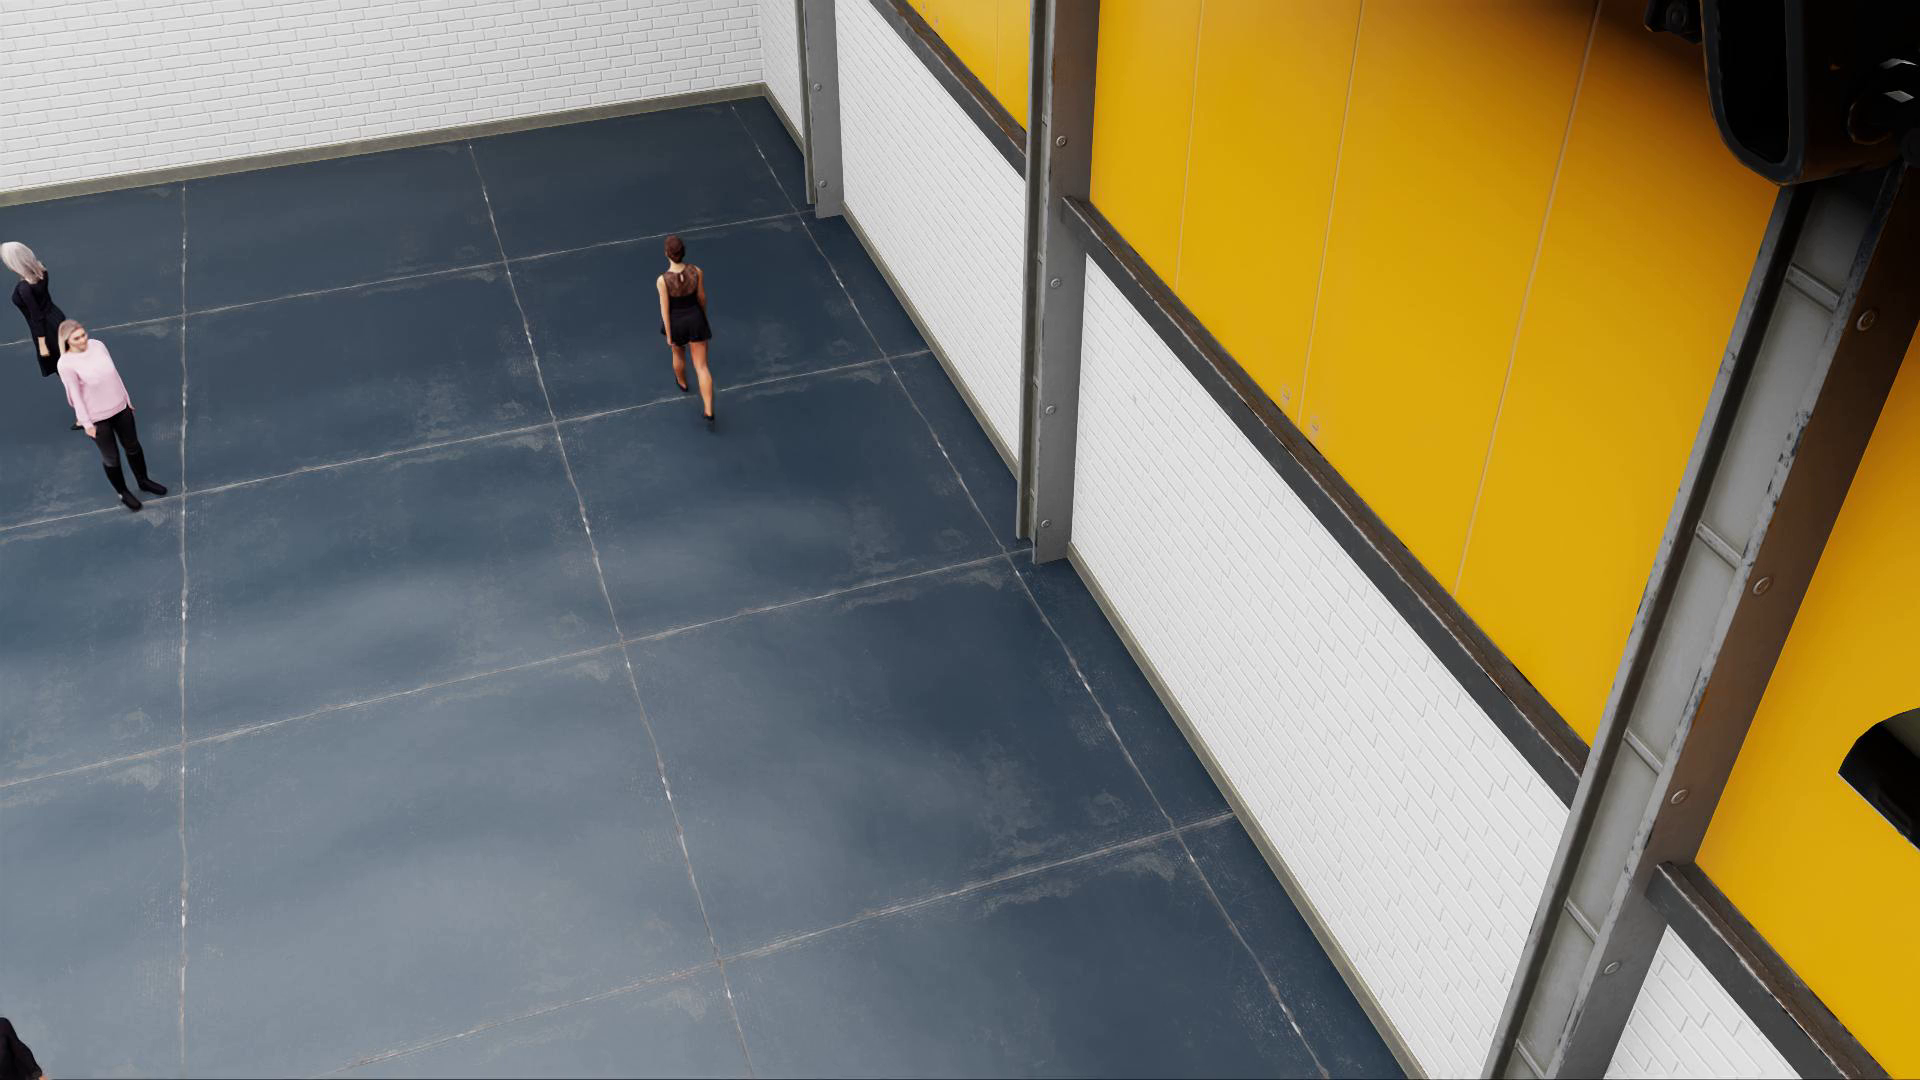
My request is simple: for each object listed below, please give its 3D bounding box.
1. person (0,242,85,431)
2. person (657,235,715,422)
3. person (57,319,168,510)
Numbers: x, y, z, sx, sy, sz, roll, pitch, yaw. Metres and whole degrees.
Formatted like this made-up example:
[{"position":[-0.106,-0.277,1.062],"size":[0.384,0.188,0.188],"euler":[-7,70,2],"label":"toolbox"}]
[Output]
[{"position":[-7.529,-1.702,13.775],"size":[0.701,1.747,0.564],"euler":[-5,39,-7],"label":"person"},{"position":[-2.256,-1.741,13.914],"size":[0.594,1.634,1.122],"euler":[-14,41,-17],"label":"person"},{"position":[-6.673,-1.005,12.953],"size":[0.750,1.683,0.692],"euler":[16,41,19],"label":"person"}]
